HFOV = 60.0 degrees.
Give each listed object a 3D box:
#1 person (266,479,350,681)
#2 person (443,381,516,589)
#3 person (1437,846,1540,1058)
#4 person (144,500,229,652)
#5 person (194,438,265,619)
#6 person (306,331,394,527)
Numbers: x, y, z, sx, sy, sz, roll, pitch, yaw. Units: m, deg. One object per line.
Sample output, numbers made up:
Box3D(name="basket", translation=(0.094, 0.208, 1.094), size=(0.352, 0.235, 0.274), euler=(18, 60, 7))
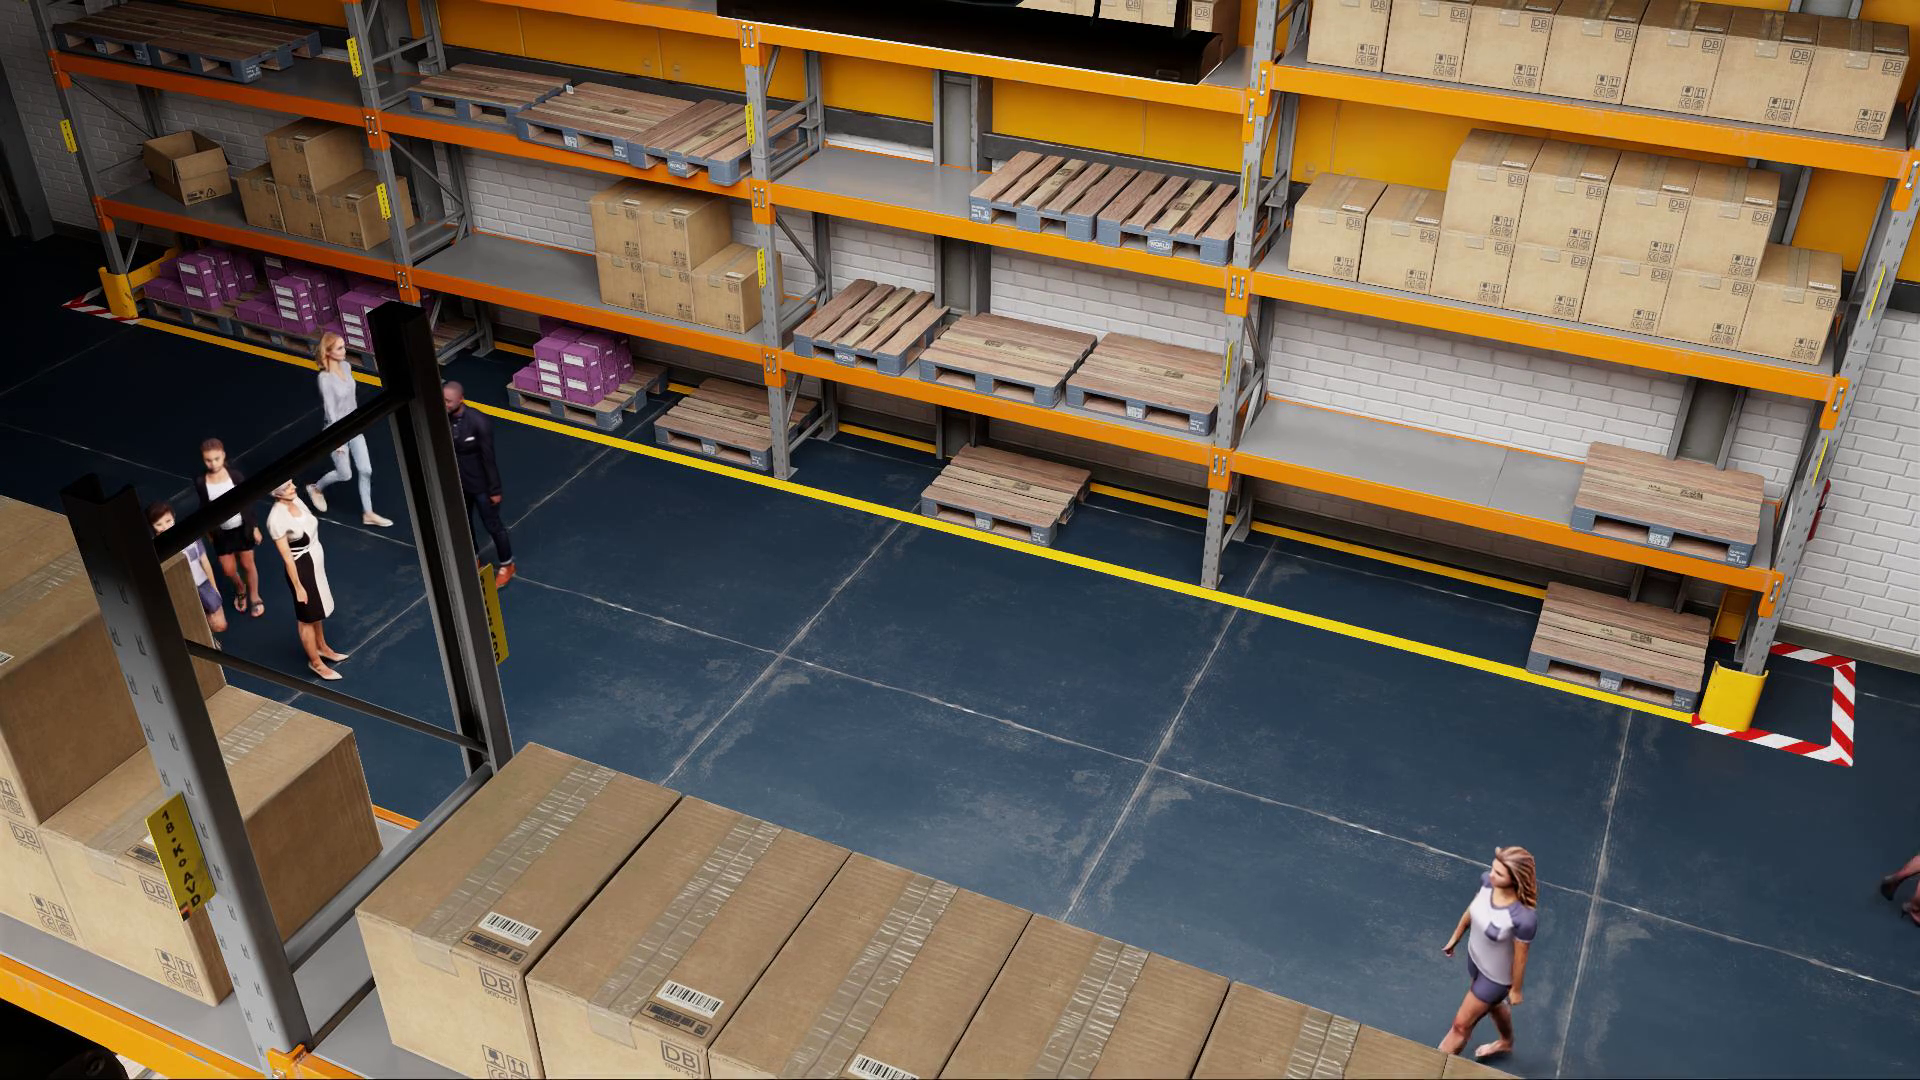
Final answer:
Box3D(name="person", translation=(-4.802, 0.240, 12.137), size=(0.697, 1.756, 0.706), euler=(-2, 34, -3))
Box3D(name="person", translation=(-3.830, -0.453, 13.129), size=(0.595, 1.812, 0.792), euler=(11, 35, 15))
Box3D(name="person", translation=(2.974, 2.315, 9.082), size=(1.116, 1.681, 0.969), euler=(-7, 34, -10))
Box3D(name="person", translation=(-5.665, 0.345, 12.165), size=(0.720, 1.548, 0.805), euler=(-25, 41, -32))
Box3D(name="person", translation=(-5.645, -0.136, 12.888), size=(0.666, 1.549, 0.724), euler=(-12, 35, -17))
Box3D(name="person", translation=(-5.207, -0.903, 13.843), size=(1.018, 1.770, 0.710), euler=(11, 35, 16))
